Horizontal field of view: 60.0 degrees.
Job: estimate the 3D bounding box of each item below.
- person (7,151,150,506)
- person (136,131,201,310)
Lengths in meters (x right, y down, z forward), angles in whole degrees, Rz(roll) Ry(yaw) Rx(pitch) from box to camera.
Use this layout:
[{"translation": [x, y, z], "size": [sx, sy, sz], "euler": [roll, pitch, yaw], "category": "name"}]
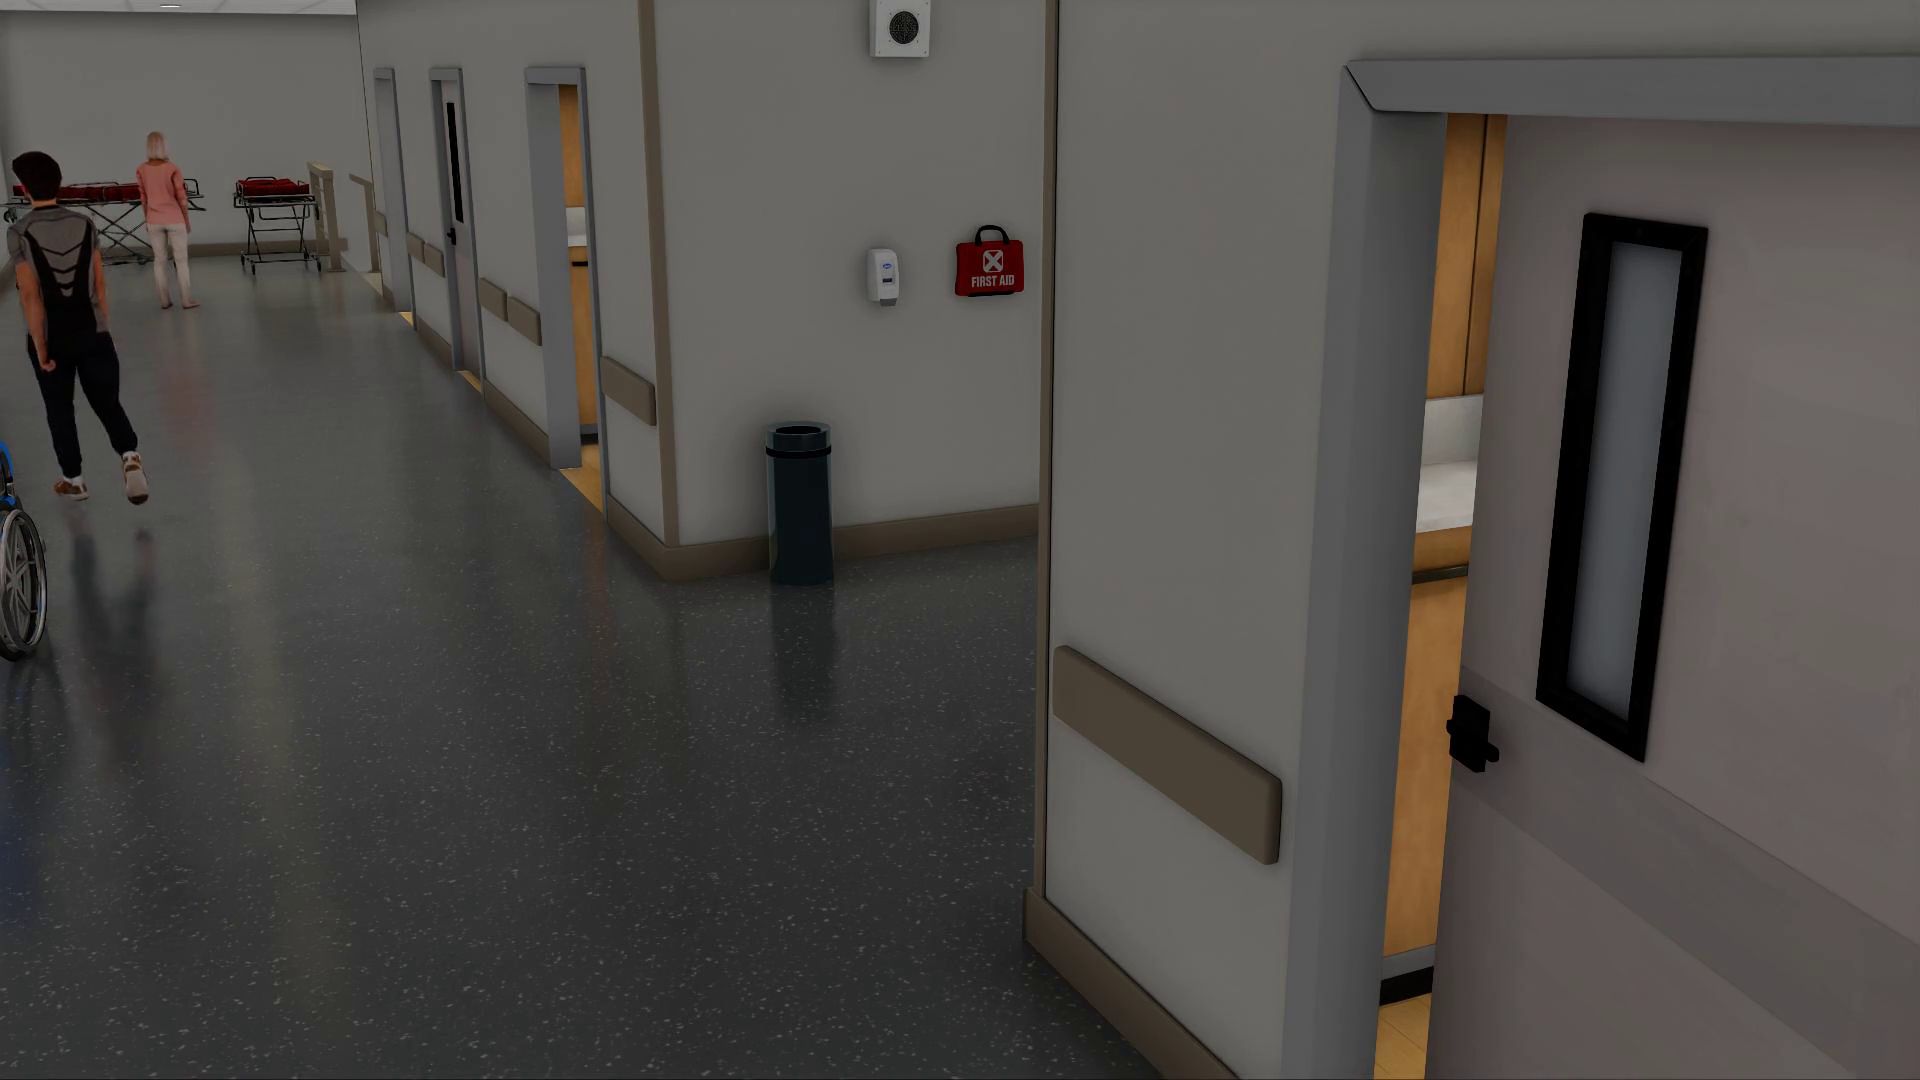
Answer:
[{"translation": [-4.626, -1.057, 8.735], "size": [0.877, 1.862, 1.232], "euler": [-14, 21, -41], "category": "person"}, {"translation": [-7.878, -3.172, 16.493], "size": [0.670, 1.724, 0.643], "euler": [-1, 16, -4], "category": "person"}]
